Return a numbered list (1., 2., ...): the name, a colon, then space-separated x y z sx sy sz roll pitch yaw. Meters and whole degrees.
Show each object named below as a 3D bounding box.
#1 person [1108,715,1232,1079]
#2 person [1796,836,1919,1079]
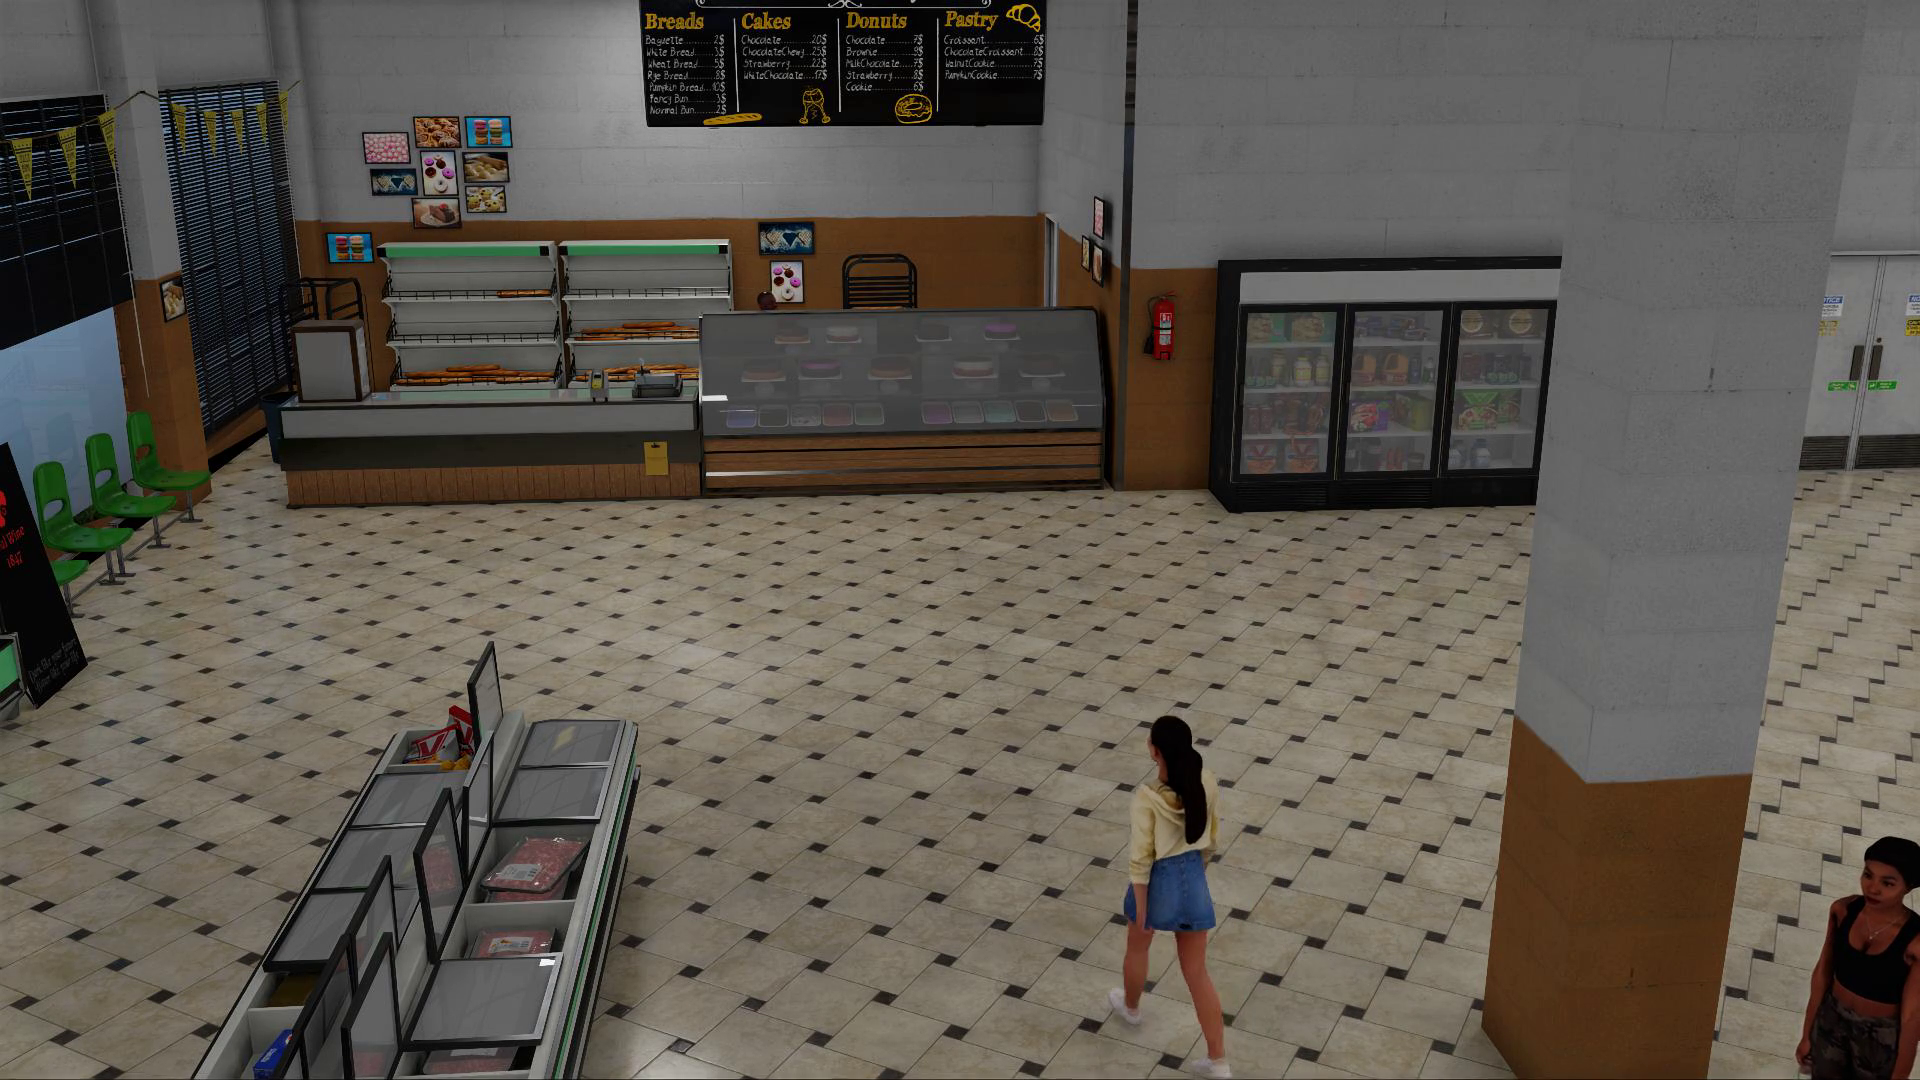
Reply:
1. person: 0.963 1.568 7.195 0.898 1.592 1.220 -7 18 -23
2. person: 3.310 1.849 6.089 0.698 1.699 0.566 -8 19 -24
